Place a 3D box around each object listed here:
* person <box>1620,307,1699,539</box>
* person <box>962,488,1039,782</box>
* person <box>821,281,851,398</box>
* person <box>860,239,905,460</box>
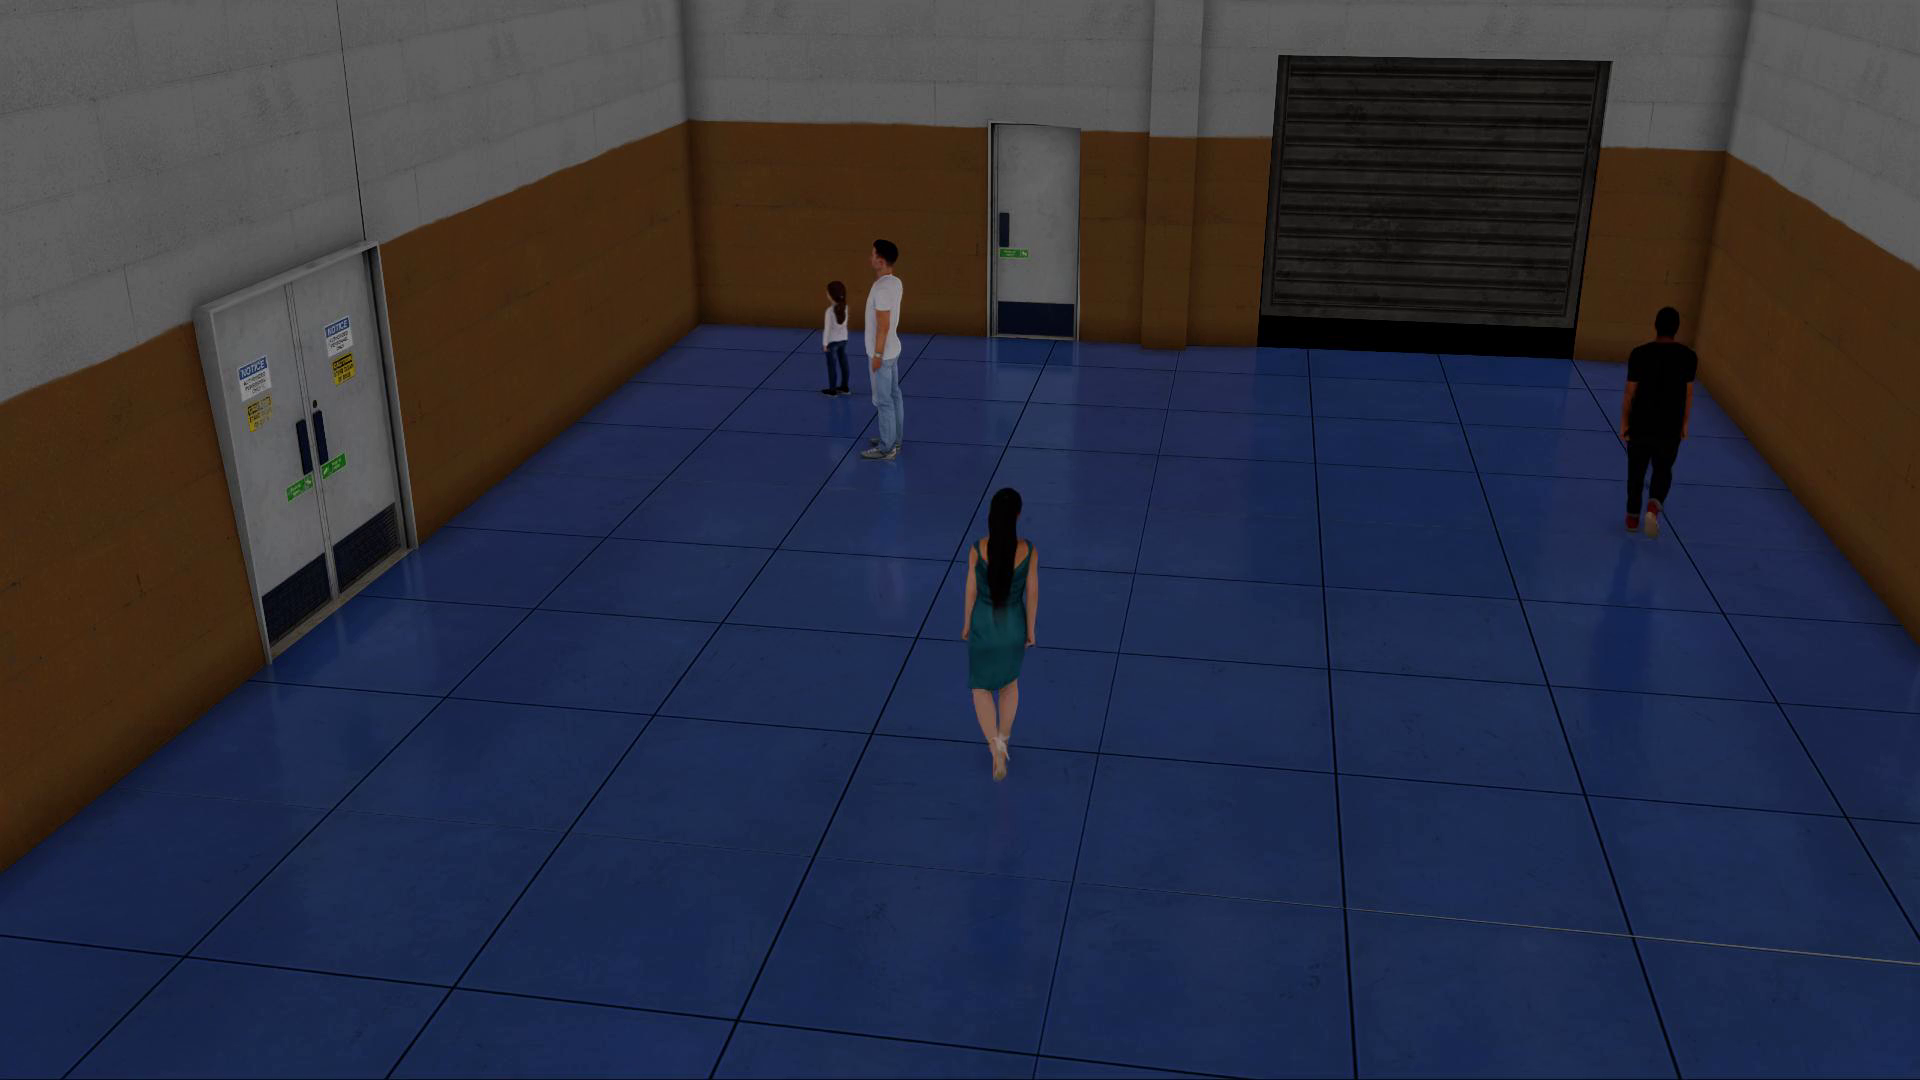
[{"bbox_3d":[5.140,-0.835,12.286,0.893,1.749,0.799,8,23,19],"label":"person"},{"bbox_3d":[0.211,0.543,8.969,0.904,1.664,0.782,-2,22,-5],"label":"person"},{"bbox_3d":[-1.159,-1.927,15.859,0.600,1.111,0.544,18,28,37],"label":"person"},{"bbox_3d":[-0.638,-1.618,14.075,0.561,1.867,0.673,5,22,12],"label":"person"}]
